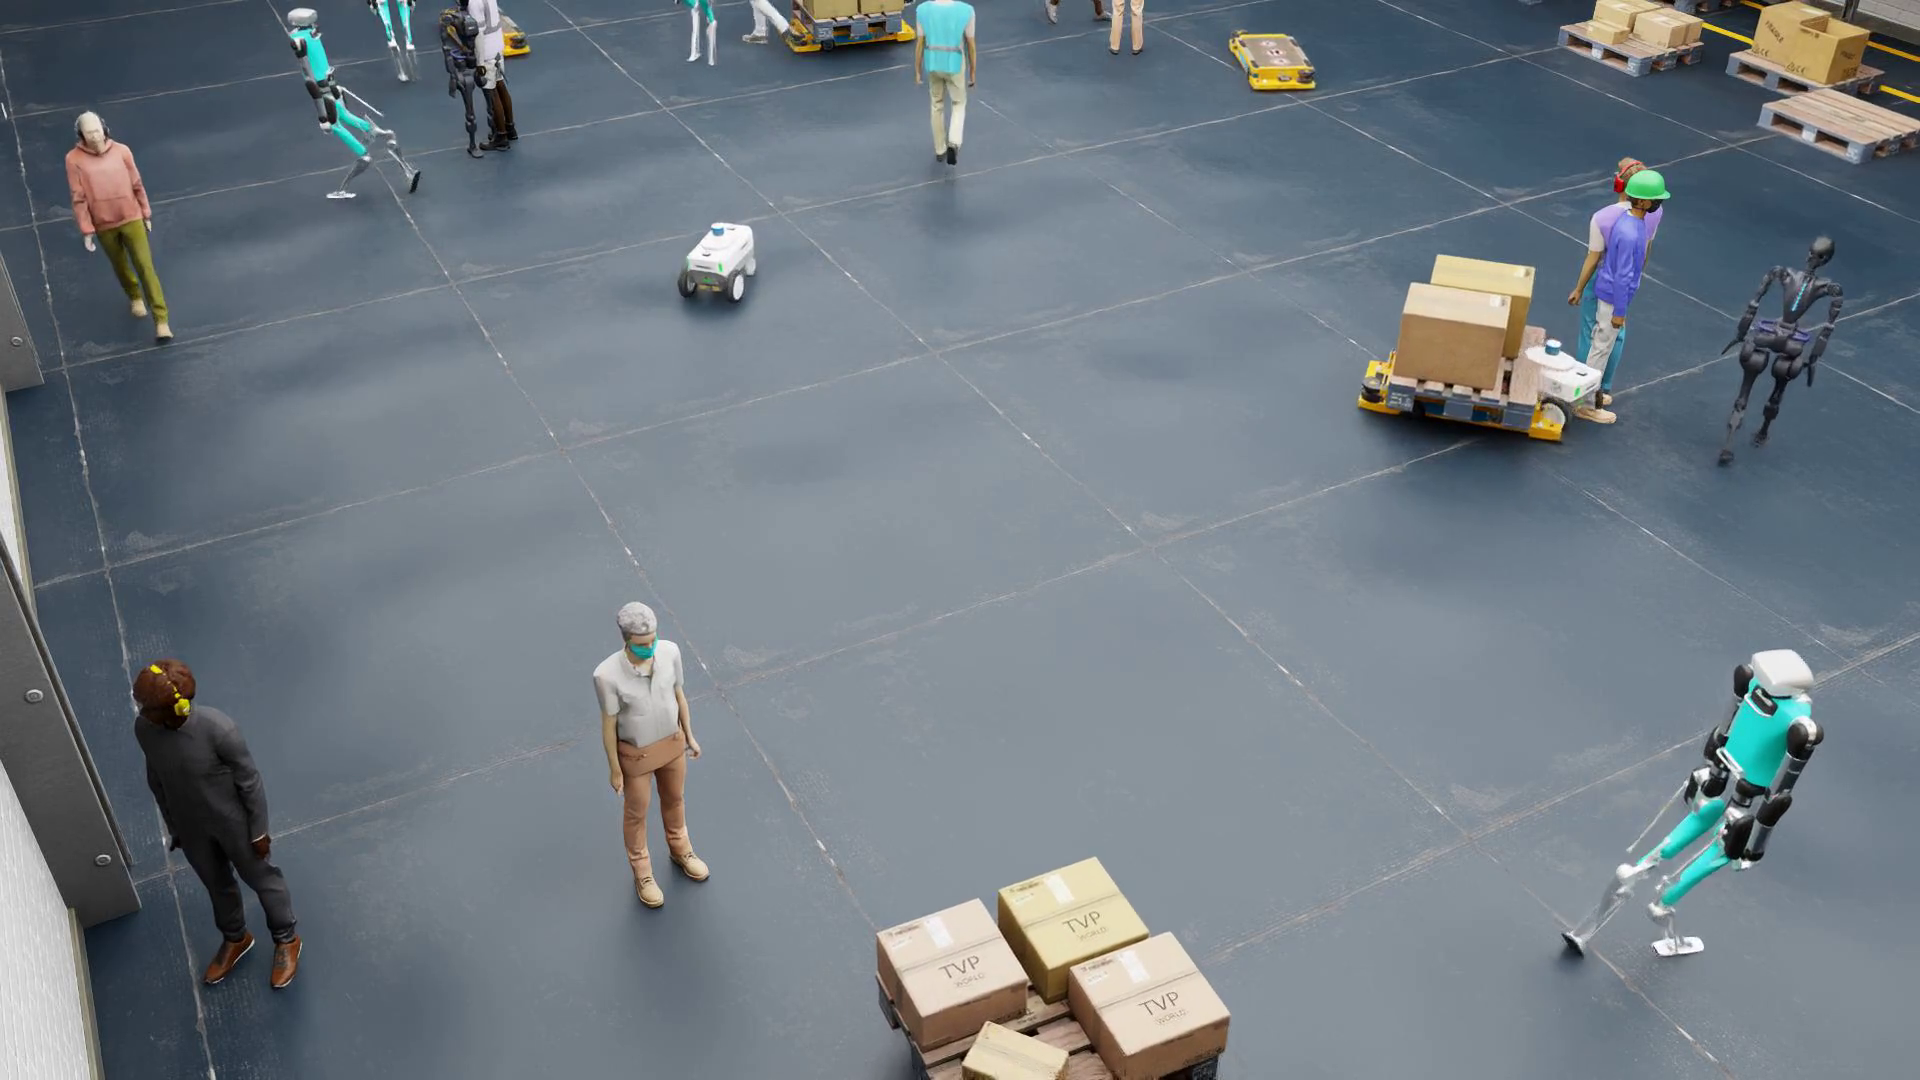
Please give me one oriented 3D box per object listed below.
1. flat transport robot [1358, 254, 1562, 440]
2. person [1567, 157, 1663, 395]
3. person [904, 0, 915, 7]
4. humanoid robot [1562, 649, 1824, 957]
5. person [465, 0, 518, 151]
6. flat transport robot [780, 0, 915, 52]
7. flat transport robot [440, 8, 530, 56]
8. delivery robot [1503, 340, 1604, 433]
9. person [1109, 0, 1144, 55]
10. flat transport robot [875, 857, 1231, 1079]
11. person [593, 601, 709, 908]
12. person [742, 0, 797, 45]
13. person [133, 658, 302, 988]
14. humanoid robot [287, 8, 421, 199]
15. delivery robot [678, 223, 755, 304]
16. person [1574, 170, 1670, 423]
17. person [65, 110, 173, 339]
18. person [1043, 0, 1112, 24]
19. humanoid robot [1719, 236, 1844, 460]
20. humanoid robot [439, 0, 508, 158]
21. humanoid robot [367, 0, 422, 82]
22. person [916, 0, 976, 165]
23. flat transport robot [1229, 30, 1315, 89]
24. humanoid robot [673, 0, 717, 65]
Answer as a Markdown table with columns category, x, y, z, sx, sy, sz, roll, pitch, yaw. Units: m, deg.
| category | x | y | z | sx | sy | sz | roll | pitch | yaw |
| --- | --- | --- | --- | --- | --- | --- | --- | --- | --- |
| flat transport robot | 3.706 | -1.080 | 12.258 | 1.431 | 0.231 | 0.659 | 11 | 37 | 15 |
| person | 4.672 | -1.836 | 11.962 | 0.564 | 1.847 | 0.389 | -12 | 37 | -16 |
| person | -0.714 | -7.289 | 19.657 | 0.427 | 1.946 | 0.625 | -28 | 44 | -34 |
| humanoid robot | 3.275 | 1.314 | 7.621 | 0.869 | 1.842 | 0.549 | -5 | 35 | -8 |
| person | -4.588 | -4.719 | 16.011 | 0.382 | 1.929 | 0.541 | 1 | 35 | 2 |
| flat transport robot | -1.291 | -5.846 | 19.062 | 1.431 | 0.231 | 0.659 | -11 | 37 | -16 |
| flat transport robot | -5.441 | -5.802 | 18.999 | 0.659 | 0.231 | 1.431 | -17 | 39 | -23 |
| delivery robot | 4.282 | -1.174 | 12.131 | 0.499 | 0.582 | 0.773 | -27 | 43 | -33 |
| person | 1.858 | -6.195 | 18.338 | 0.460 | 1.671 | 0.387 | 3 | 35 | 4 |
| flat transport robot | 0.372 | 2.296 | 7.438 | 0.659 | 0.231 | 1.431 | -15 | 38 | -20 |
| person | -1.484 | 1.010 | 7.990 | 0.468 | 1.741 | 0.321 | -26 | 42 | -32 |
| person | -2.171 | -6.390 | 18.457 | 0.663 | 1.859 | 0.592 | 13 | 37 | 17 |
| person | -3.349 | 1.277 | 7.496 | 0.492 | 1.873 | 0.363 | 5 | 35 | 7 |
| humanoid robot | -5.406 | -3.918 | 15.046 | 0.987 | 1.756 | 0.552 | -2 | 35 | -3 |
| delivery robot | -1.993 | -2.309 | 13.779 | 0.499 | 0.613 | 0.796 | 9 | 36 | 13 |
| person | 4.665 | -1.730 | 11.791 | 0.341 | 1.873 | 0.460 | 8 | 36 | 11 |
| person | -6.539 | -2.452 | 12.898 | 0.522 | 1.785 | 0.977 | -16 | 38 | -21 |
| person | 1.420 | -6.929 | 19.194 | 0.821 | 1.901 | 0.572 | 3 | 35 | 5 |
| humanoid robot | 5.574 | -1.306 | 11.396 | 0.624 | 1.641 | 0.629 | 22 | 41 | 28 |
| humanoid robot | -4.649 | -4.500 | 15.910 | 0.586 | 1.654 | 0.330 | -27 | 43 | -33 |
| humanoid robot | -5.980 | -5.613 | 17.520 | 0.531 | 1.866 | 0.713 | -9 | 36 | -13 |
| person | -0.145 | -4.411 | 15.654 | 0.580 | 1.831 | 0.553 | 6 | 35 | 8 |
| flat transport robot | 3.414 | -5.262 | 18.228 | 0.659 | 0.231 | 1.431 | -2 | 35 | -3 |
| humanoid robot | -2.856 | -5.987 | 18.009 | 0.540 | 1.798 | 0.745 | 5 | 35 | 7 |
